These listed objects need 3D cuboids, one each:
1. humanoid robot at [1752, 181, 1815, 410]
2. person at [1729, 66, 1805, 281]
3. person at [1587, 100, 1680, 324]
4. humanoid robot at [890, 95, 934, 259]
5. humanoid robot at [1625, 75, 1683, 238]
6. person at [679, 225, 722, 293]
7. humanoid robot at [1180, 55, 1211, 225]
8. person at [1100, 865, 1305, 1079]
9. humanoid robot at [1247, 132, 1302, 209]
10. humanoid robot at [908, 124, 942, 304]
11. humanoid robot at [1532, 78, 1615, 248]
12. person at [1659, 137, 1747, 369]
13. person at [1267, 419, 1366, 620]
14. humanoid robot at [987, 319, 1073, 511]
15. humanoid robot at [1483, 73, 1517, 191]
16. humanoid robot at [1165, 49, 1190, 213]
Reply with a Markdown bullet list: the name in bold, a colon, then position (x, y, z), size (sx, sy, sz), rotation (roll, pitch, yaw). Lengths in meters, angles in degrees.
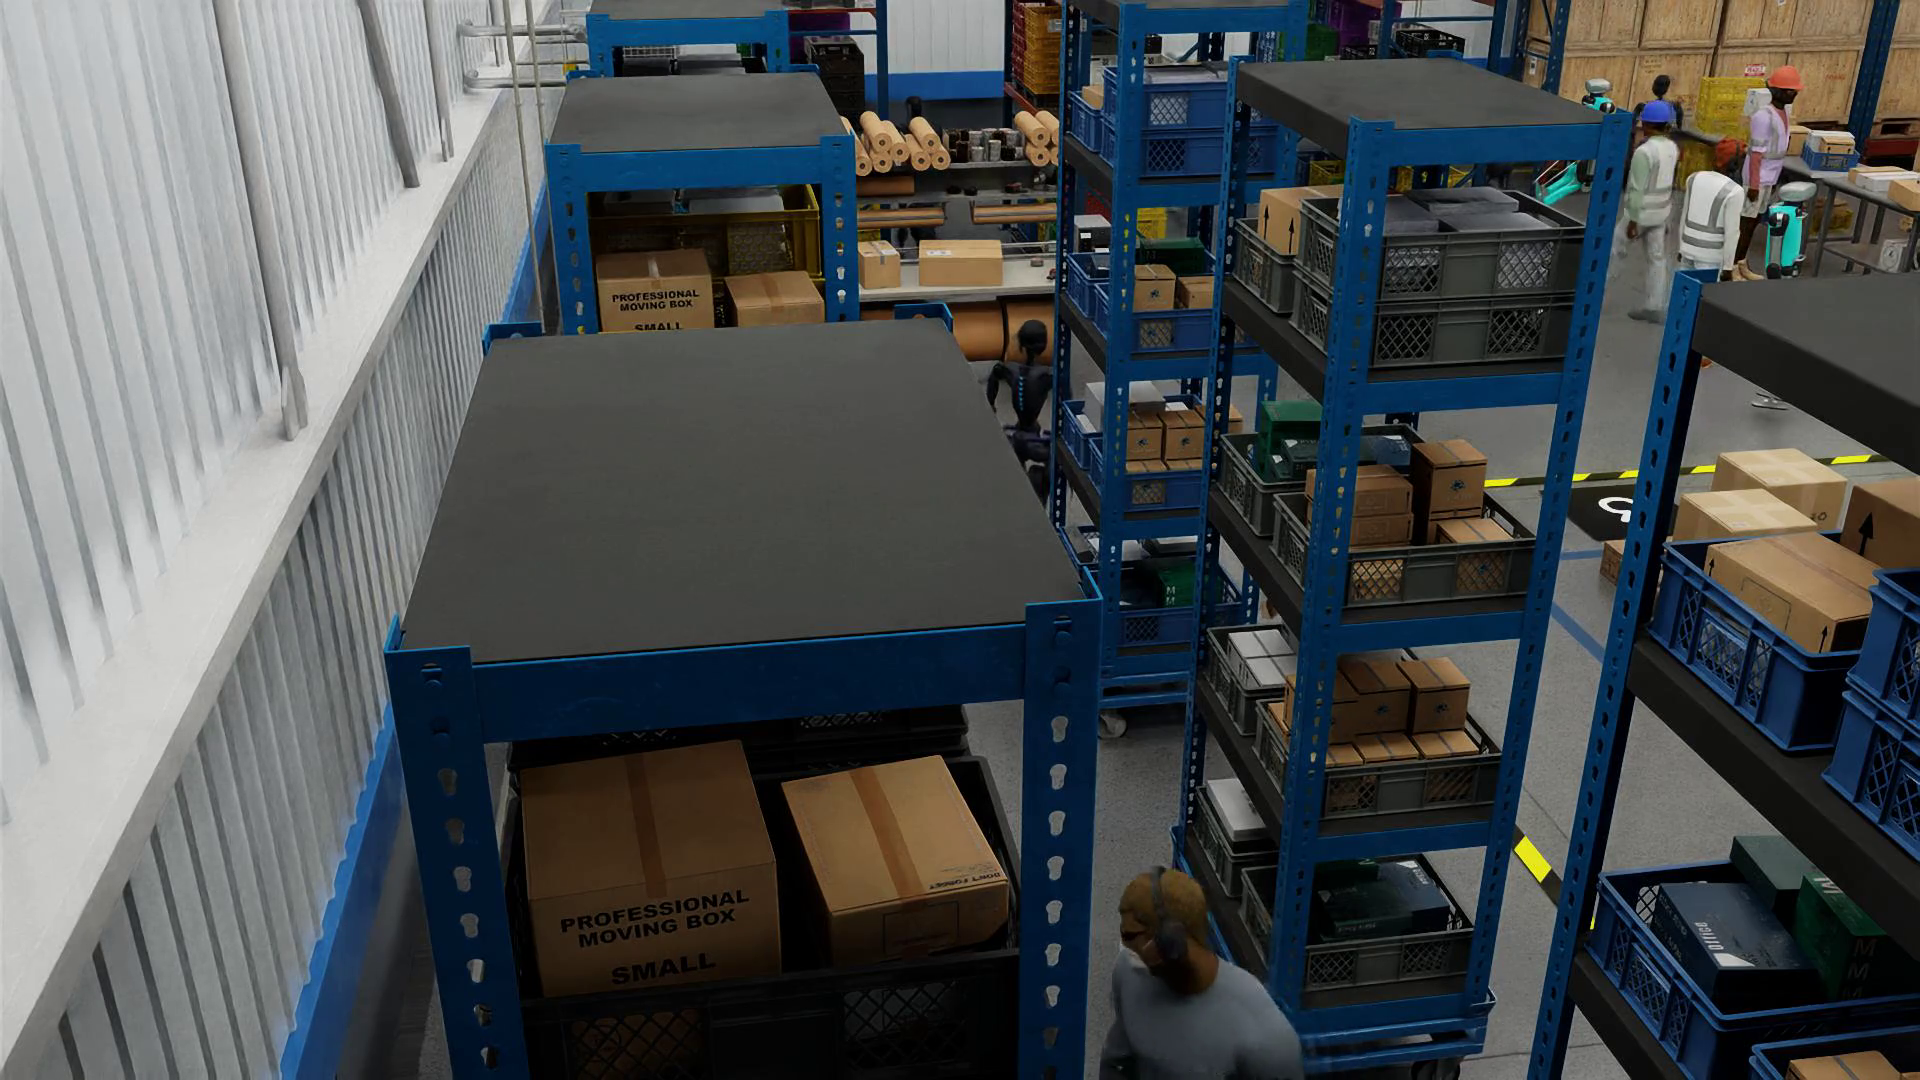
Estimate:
- **humanoid robot**: position (6.216, -1.764, 12.221), size (0.735, 1.672, 0.533), rotation (17, 30, 33)
- **person**: position (7.498, -3.372, 15.508), size (0.377, 2.045, 0.604), rotation (20, 31, 36)
- **person**: position (5.939, -2.910, 14.665), size (0.633, 1.896, 0.972), rotation (-17, 29, -32)
- **humanoid robot**: position (-0.473, -3.551, 16.334), size (0.609, 1.634, 0.411), rotation (-14, 28, -28)
- **humanoid robot**: position (7.206, -3.973, 17.264), size (0.605, 1.641, 0.387), rotation (-1, 25, -1)
- **person**: position (-1.863, -1.473, 11.479), size (0.602, 1.959, 0.374), rotation (16, 29, 30)
- **humanoid robot**: position (2.504, -4.169, 17.639), size (0.532, 1.813, 0.719), rotation (3, 25, 6)
- **person**: position (0.654, 1.746, 4.567), size (0.356, 1.896, 0.699), rotation (-20, 31, -36)
- **humanoid robot**: position (3.430, -4.503, 18.380), size (0.997, 1.775, 0.535), rotation (-2, 25, -3)
- **humanoid robot**: position (-0.357, -2.931, 14.983), size (0.427, 1.635, 0.598), rotation (1, 25, 2)
- **humanoid robot**: position (5.966, -3.682, 16.432), size (0.735, 1.696, 0.530), rotation (-2, 25, -4)
- **person**: position (5.991, -2.290, 13.356), size (0.371, 1.879, 0.583), rotation (-9, 26, -19)
- **person**: position (1.749, 0.215, 7.936), size (0.596, 1.850, 0.397), rotation (-4, 25, -9)
- **humanoid robot**: position (0.363, -0.473, 9.703), size (0.588, 1.637, 0.782), rotation (9, 26, 18)
- **humanoid robot**: position (5.657, -4.068, 17.496), size (0.600, 1.622, 0.698), rotation (-19, 31, -35)
- **humanoid robot**: position (2.159, -4.334, 18.035), size (0.704, 1.866, 0.531), rotation (-14, 28, -27)
